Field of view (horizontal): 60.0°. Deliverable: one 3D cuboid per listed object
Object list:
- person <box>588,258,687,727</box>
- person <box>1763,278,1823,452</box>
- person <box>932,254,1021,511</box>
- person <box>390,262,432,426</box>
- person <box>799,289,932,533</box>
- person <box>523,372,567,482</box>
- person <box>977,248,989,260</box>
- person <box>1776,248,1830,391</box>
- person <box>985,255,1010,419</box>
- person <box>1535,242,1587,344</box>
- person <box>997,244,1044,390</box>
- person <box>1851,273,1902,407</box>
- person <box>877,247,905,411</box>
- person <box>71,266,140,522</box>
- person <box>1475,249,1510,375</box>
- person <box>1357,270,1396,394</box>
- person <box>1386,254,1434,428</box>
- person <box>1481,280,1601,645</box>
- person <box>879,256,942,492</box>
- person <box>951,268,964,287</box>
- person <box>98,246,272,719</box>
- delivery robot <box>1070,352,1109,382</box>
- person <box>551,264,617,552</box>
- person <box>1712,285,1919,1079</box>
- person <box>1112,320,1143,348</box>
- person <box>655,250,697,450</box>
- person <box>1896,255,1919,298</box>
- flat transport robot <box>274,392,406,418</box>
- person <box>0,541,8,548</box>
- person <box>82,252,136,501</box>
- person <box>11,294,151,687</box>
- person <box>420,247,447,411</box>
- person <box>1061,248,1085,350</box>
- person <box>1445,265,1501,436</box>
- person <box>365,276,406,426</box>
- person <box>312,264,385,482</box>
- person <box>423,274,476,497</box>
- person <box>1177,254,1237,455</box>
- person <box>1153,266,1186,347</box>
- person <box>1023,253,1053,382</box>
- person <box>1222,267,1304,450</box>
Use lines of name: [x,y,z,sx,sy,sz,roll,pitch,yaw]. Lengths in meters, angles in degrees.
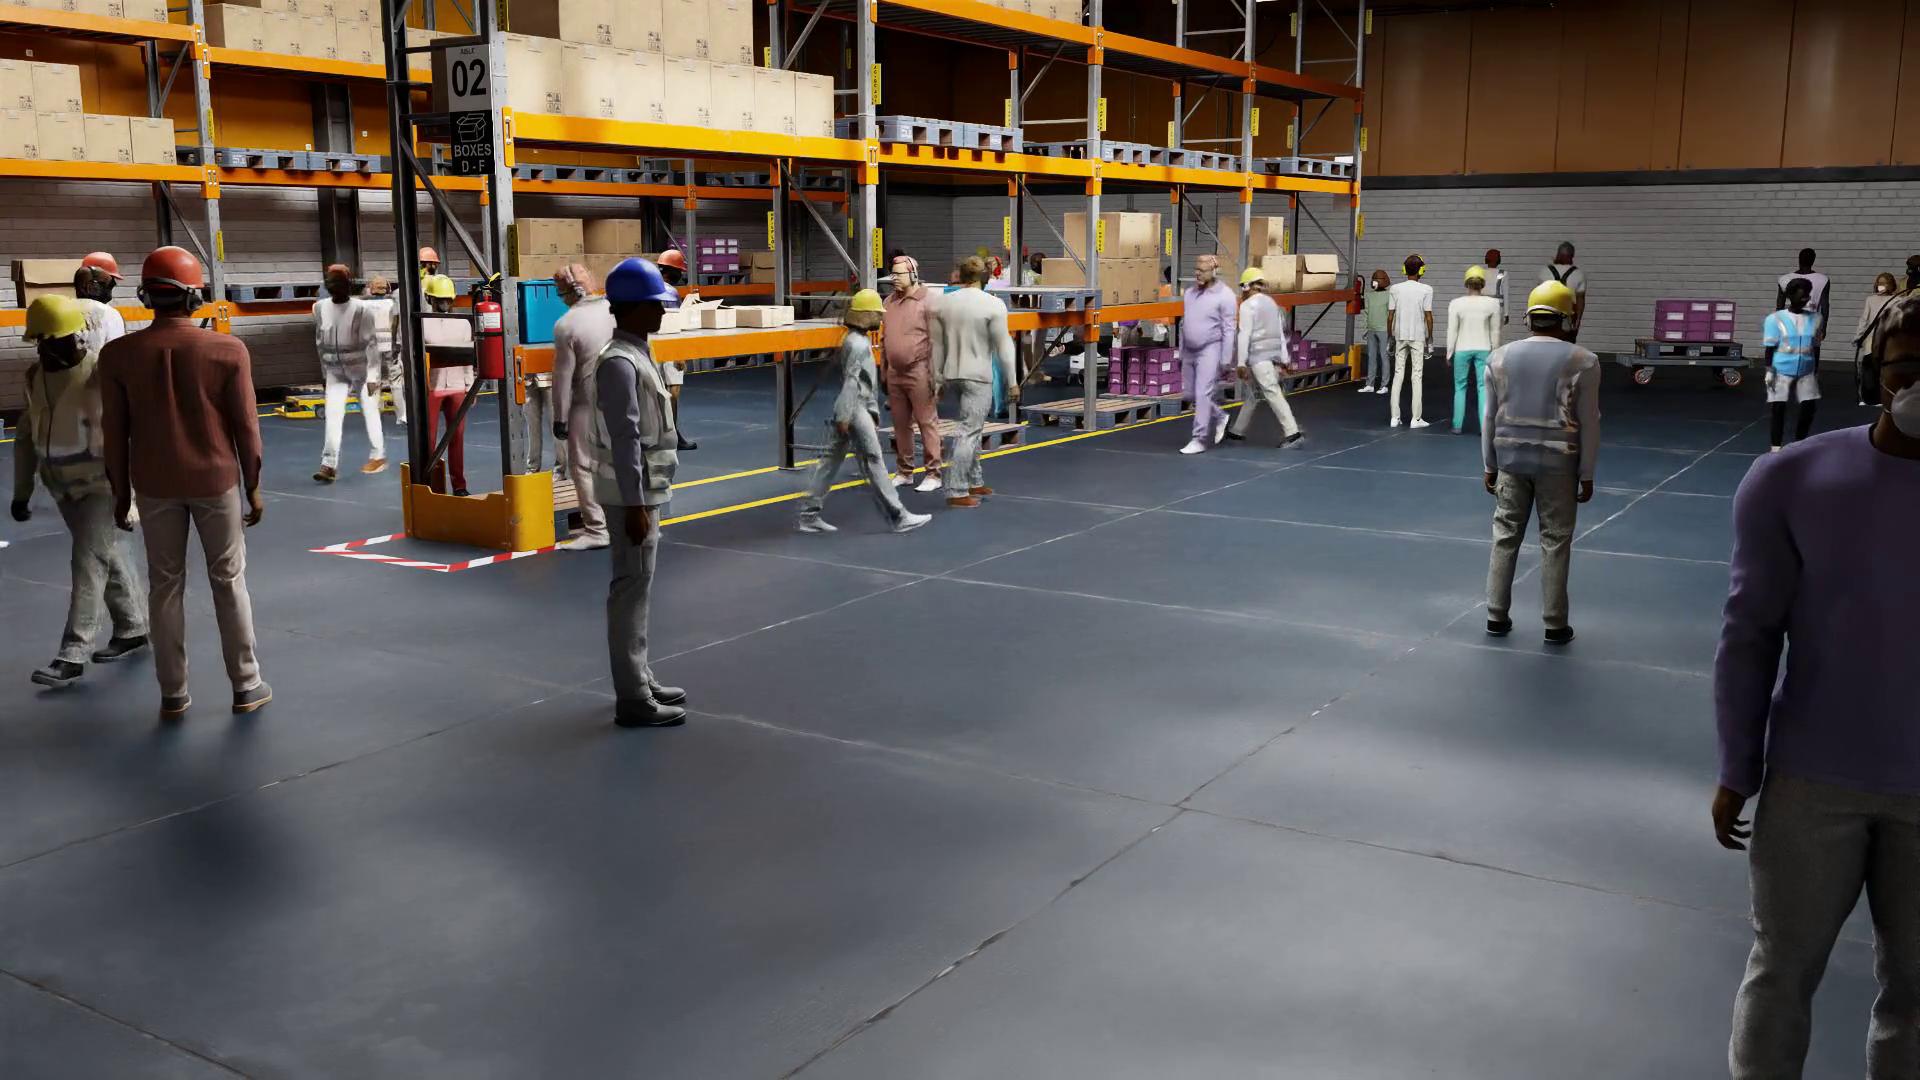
person: [-1.357,-0.199,6.992,0.391,1.948,0.605,-1,10,-7]
person: [7.442,-1.495,14.891,0.544,1.697,0.364,1,10,3]
person: [0.148,-1.194,12.602,0.644,1.904,0.804,9,14,42]
person: [-5.778,-2.038,17.513,0.546,1.835,0.645,3,11,16]
person: [-0.688,-0.876,11.466,0.929,1.680,0.515,-2,10,-9]
person: [-3.491,-1.288,13.875,0.524,1.640,0.308,4,11,20]
person: [0.390,-4.279,29.797,0.407,1.873,0.635,1,10,5]
person: [10.601,-2.705,20.963,0.599,1.916,0.377,6,12,30]
person: [0.340,-2.297,18.898,0.564,1.846,0.392,7,12,33]
person: [8.439,-3.203,23.379,0.691,2.000,1.027,5,11,26]
person: [0.773,-3.032,22.578,0.627,1.985,1.095,7,12,34]
person: [11.201,-2.435,20.282,0.345,1.632,0.518,-5,11,-25]
person: [-0.732,-2.419,19.313,0.607,1.949,0.533,-2,10,-9]
person: [-6.184,-1.040,11.955,0.634,1.838,0.429,3,11,17]
person: [7.933,-3.393,24.870,0.573,1.883,0.353,7,13,35]
person: [5.532,-2.750,21.992,0.285,1.634,0.499,-7,12,-34]
person: [4.875,-2.145,17.997,0.532,1.867,0.315,7,12,34]
person: [2.926,-0.389,8.403,0.591,1.823,0.405,8,13,38]
person: [-0.414,-1.339,13.465,0.644,1.900,0.395,8,13,39]
person: [0.016,-3.013,23.468,0.532,1.614,0.549,6,12,30]
person: [-3.276,-0.235,7.059,0.612,1.996,0.389,-2,10,-13]
delivery robot: [1.797,-2.424,22.917,0.477,0.478,0.707,-4,11,-21]
person: [-2.351,-0.878,10.994,0.765,1.873,0.395,-10,14,-44]
person: [1.797,0.482,3.244,0.627,1.941,0.371,4,11,22]
person: [2.163,-2.804,21.455,0.543,1.938,0.357,-10,14,-43]
person: [-2.795,-1.830,16.085,0.373,1.928,0.543,-7,12,-34]
person: [11.936,-2.644,20.841,0.429,1.838,0.634,-5,11,-24]
flat transport robot: [-7.127,-1.574,19.256,1.431,0.197,0.652,-7,12,-33]
person: [-6.417,-0.841,10.669,0.403,1.904,0.651,-2,10,-11]
person: [-6.641,-1.260,12.927,0.543,1.928,0.374,9,14,41]
person: [-4.084,-0.235,7.661,0.690,1.767,0.892,4,11,20]
person: [-6.297,-2.486,19.701,0.547,1.934,0.376,4,11,20]
person: [2.104,-4.467,30.615,0.537,1.957,0.648,4,11,23]
person: [5.314,-1.957,17.242,0.534,1.767,0.327,2,10,10]
person: [-6.267,-2.048,18.095,0.511,1.640,0.309,-1,10,-7]
person: [-5.192,-1.419,14.107,0.589,1.819,1.039,1,10,7]
person: [-3.966,-1.148,12.764,0.523,1.765,0.316,-9,14,-41]
person: [2.358,-1.770,15.840,0.716,1.885,0.655,-7,13,-35]
person: [3.039,-3.156,24.202,0.542,1.639,0.908,3,11,17]
person: [1.115,-3.176,23.818,0.429,1.843,0.645,8,13,38]
person: [2.991,-1.783,16.317,1.015,1.767,0.614,8,13,36]
